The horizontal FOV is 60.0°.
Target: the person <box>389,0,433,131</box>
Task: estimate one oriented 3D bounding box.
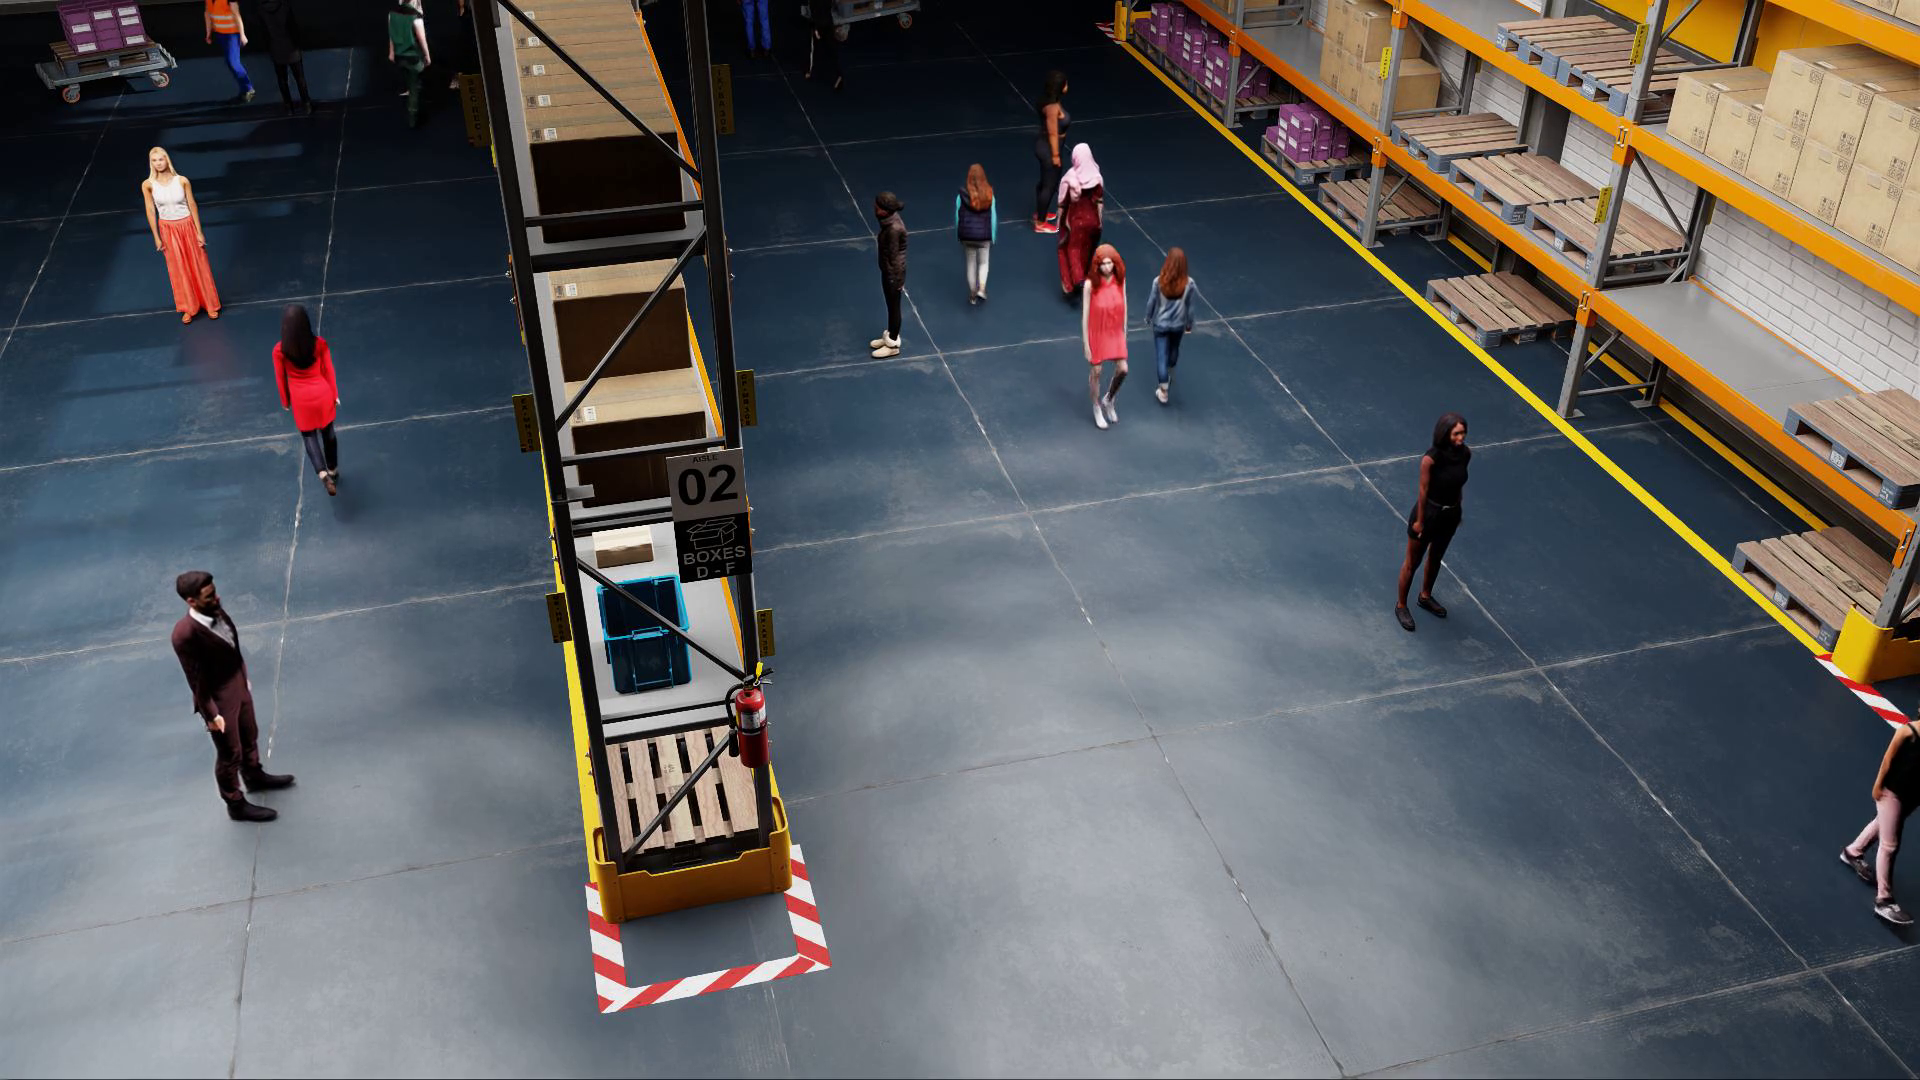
[{"bbox_3d":[-7.076,-6.138,21.255,0.821,1.809,0.871,12,35,17],"label":"person"}]

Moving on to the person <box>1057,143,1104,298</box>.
[{"bbox_3d":[1.250,-3.249,17.082,0.734,1.618,0.948,-3,34,-5],"label":"person"}]

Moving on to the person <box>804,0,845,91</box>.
[{"bbox_3d":[-1.804,-6.913,22.554,0.914,1.662,1.165,-26,41,-33],"label":"person"}]

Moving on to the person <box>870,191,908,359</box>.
[{"bbox_3d":[-0.638,-2.574,16.026,0.632,1.661,0.562,10,35,15],"label":"person"}]

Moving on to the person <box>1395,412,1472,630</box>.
[{"bbox_3d":[3.524,-0.164,12.330,0.647,1.740,0.600,-17,37,-24],"label":"person"}]

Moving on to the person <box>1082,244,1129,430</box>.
[{"bbox_3d":[1.230,-1.824,14.765,0.653,1.809,0.621,-12,36,-18],"label":"person"}]

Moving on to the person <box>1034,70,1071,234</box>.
[{"bbox_3d":[0.980,-4.341,18.554,0.758,1.807,0.603,-3,34,-4],"label":"person"}]

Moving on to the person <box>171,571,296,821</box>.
[{"bbox_3d":[-4.672,0.964,10.524,0.792,1.859,0.619,1,34,1],"label":"person"}]

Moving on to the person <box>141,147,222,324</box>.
[{"bbox_3d":[-7.805,-3.060,16.629,0.657,1.803,0.622,-14,36,-20],"label":"person"}]

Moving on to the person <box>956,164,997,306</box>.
[{"bbox_3d":[0.151,-3.077,16.937,0.633,1.492,0.681,0,34,-1],"label":"person"}]

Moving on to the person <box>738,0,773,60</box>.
[{"bbox_3d":[-2.957,-7.830,23.796,0.657,1.813,0.576,-7,34,-11],"label":"person"}]

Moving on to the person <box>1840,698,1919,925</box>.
[{"bbox_3d":[5.654,1.480,10.039,0.540,1.537,0.904,-10,35,-14],"label":"person"}]

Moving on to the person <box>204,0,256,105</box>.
[{"bbox_3d":[-9.708,-6.796,22.186,0.826,1.873,0.883,16,37,23],"label":"person"}]

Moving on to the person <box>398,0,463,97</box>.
[{"bbox_3d":[-7.230,-6.848,22.425,0.889,1.696,1.124,-20,39,-28],"label":"person"}]

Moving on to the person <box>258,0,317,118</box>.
[{"bbox_3d":[-8.825,-6.435,21.726,0.637,1.781,0.622,-5,34,-8],"label":"person"}]

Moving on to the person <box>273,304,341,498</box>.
[{"bbox_3d":[-5.348,-1.111,13.763,0.703,1.731,0.966,-14,36,-19],"label":"person"}]

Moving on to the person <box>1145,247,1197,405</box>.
[{"bbox_3d":[1.930,-1.942,15.262,0.695,1.455,0.904,-2,34,-3],"label":"person"}]

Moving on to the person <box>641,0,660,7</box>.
[{"bbox_3d":[-4.893,-9.319,26.016,0.806,1.836,0.863,16,37,23],"label":"person"}]
